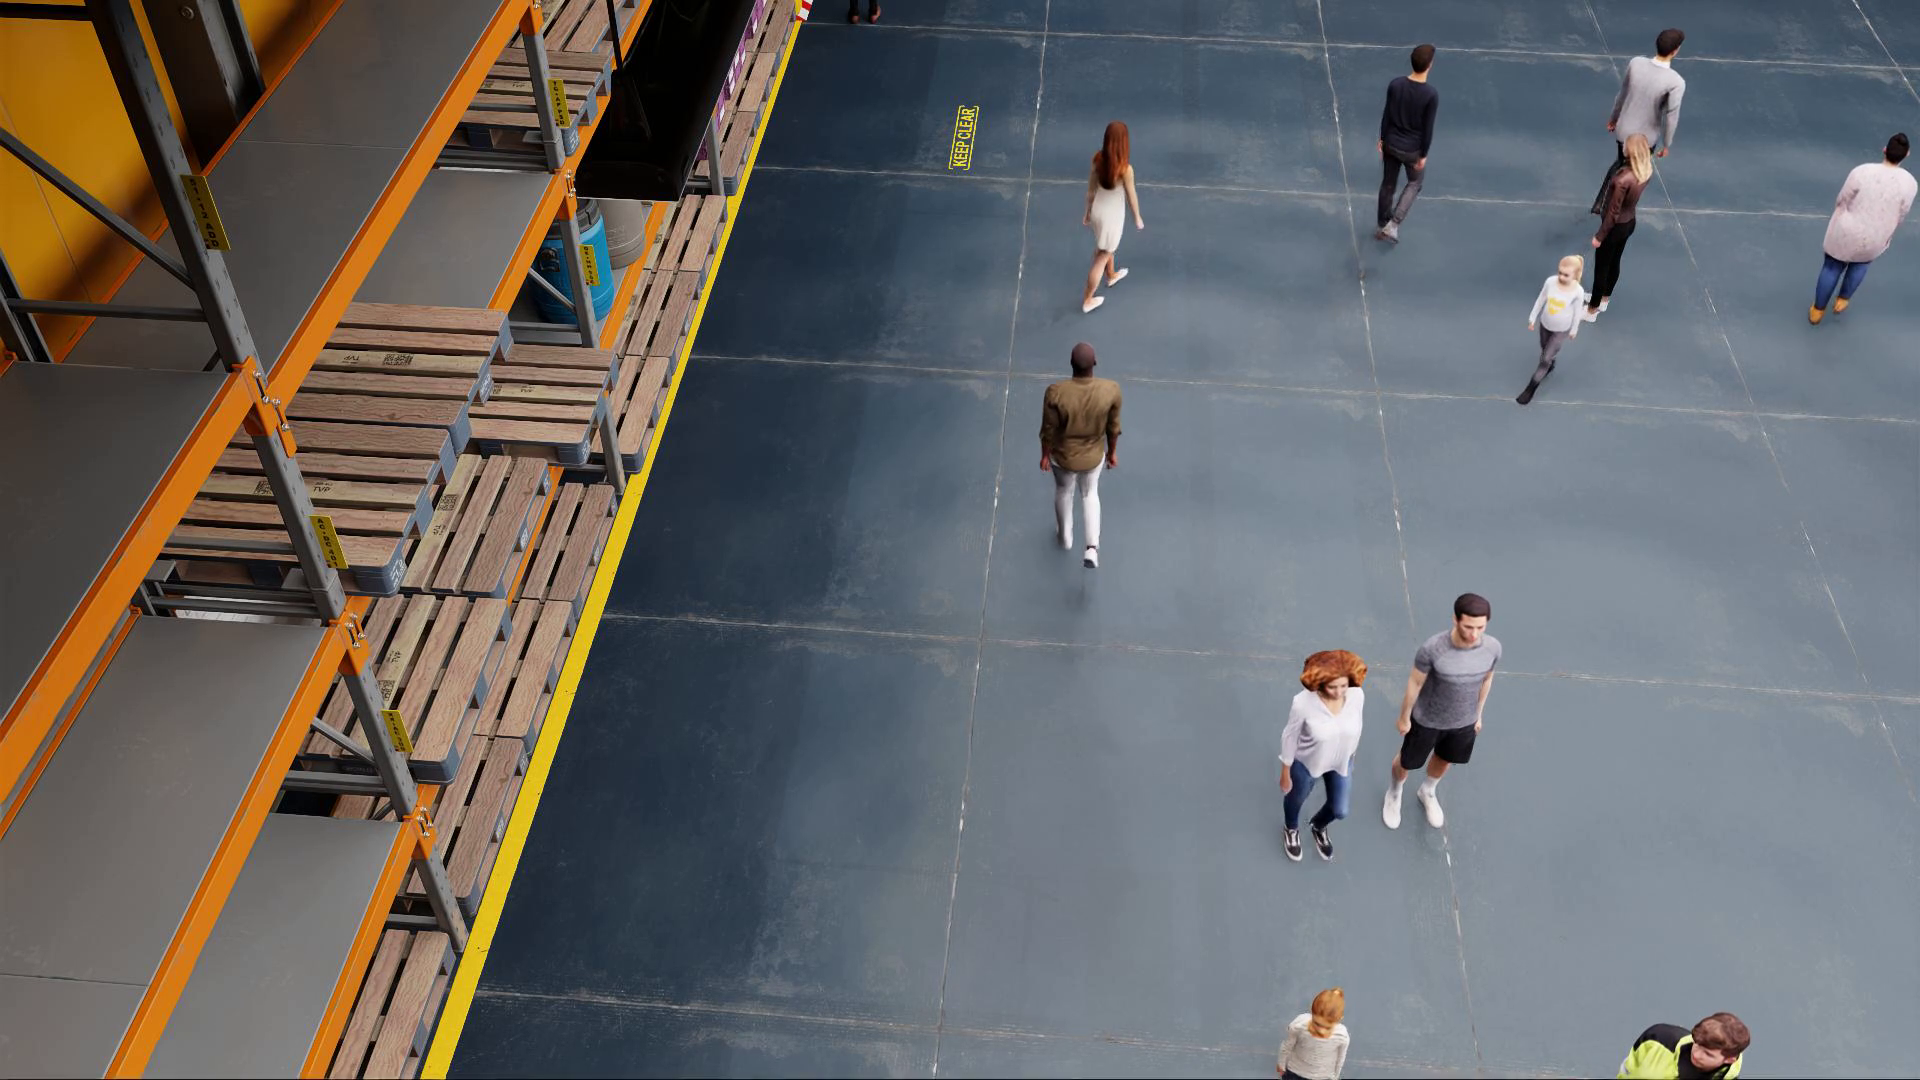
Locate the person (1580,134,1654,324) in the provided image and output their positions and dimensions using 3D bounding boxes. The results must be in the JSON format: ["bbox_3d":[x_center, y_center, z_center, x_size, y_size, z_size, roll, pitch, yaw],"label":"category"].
[{"bbox_3d":[5.416,-2.572,13.709,0.654,1.705,0.730,-34,53,-30],"label":"person"}]

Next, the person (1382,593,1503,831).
[{"bbox_3d":[2.860,1.002,9.837,0.685,1.871,0.579,-2,44,-2],"label":"person"}]

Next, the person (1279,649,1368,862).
[{"bbox_3d":[2.088,1.198,9.756,0.696,1.698,0.654,-4,44,-4],"label":"person"}]

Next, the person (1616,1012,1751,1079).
[{"bbox_3d":[3.325,2.804,7.865,0.930,1.983,0.823,-22,48,-22],"label":"person"}]

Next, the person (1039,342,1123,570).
[{"bbox_3d":[0.822,-0.528,11.491,0.826,1.806,0.976,-4,44,-4],"label":"person"}]

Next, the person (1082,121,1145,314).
[{"bbox_3d":[1.161,-2.638,13.792,0.971,1.687,0.905,-29,51,-27],"label":"person"}]

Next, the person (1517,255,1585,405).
[{"bbox_3d":[4.727,-1.726,13.156,0.846,1.244,0.950,34,53,31],"label":"person"}]

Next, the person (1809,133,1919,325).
[{"bbox_3d":[7.370,-2.507,13.627,0.801,1.724,0.836,17,46,17],"label":"person"}]

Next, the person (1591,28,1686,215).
[{"bbox_3d":[5.891,-3.562,14.597,0.951,1.914,0.877,-27,50,-25],"label":"person"}]

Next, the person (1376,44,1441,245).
[{"bbox_3d":[3.824,-3.377,14.444,0.817,1.857,0.914,23,48,22],"label":"person"}]

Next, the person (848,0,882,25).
[{"bbox_3d":[-1.066,-6.395,17.592,0.726,1.884,0.599,-2,44,-2],"label":"person"}]

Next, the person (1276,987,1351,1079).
[{"bbox_3d":[1.803,2.653,8.515,0.561,1.304,0.794,11,45,12],"label":"person"}]
